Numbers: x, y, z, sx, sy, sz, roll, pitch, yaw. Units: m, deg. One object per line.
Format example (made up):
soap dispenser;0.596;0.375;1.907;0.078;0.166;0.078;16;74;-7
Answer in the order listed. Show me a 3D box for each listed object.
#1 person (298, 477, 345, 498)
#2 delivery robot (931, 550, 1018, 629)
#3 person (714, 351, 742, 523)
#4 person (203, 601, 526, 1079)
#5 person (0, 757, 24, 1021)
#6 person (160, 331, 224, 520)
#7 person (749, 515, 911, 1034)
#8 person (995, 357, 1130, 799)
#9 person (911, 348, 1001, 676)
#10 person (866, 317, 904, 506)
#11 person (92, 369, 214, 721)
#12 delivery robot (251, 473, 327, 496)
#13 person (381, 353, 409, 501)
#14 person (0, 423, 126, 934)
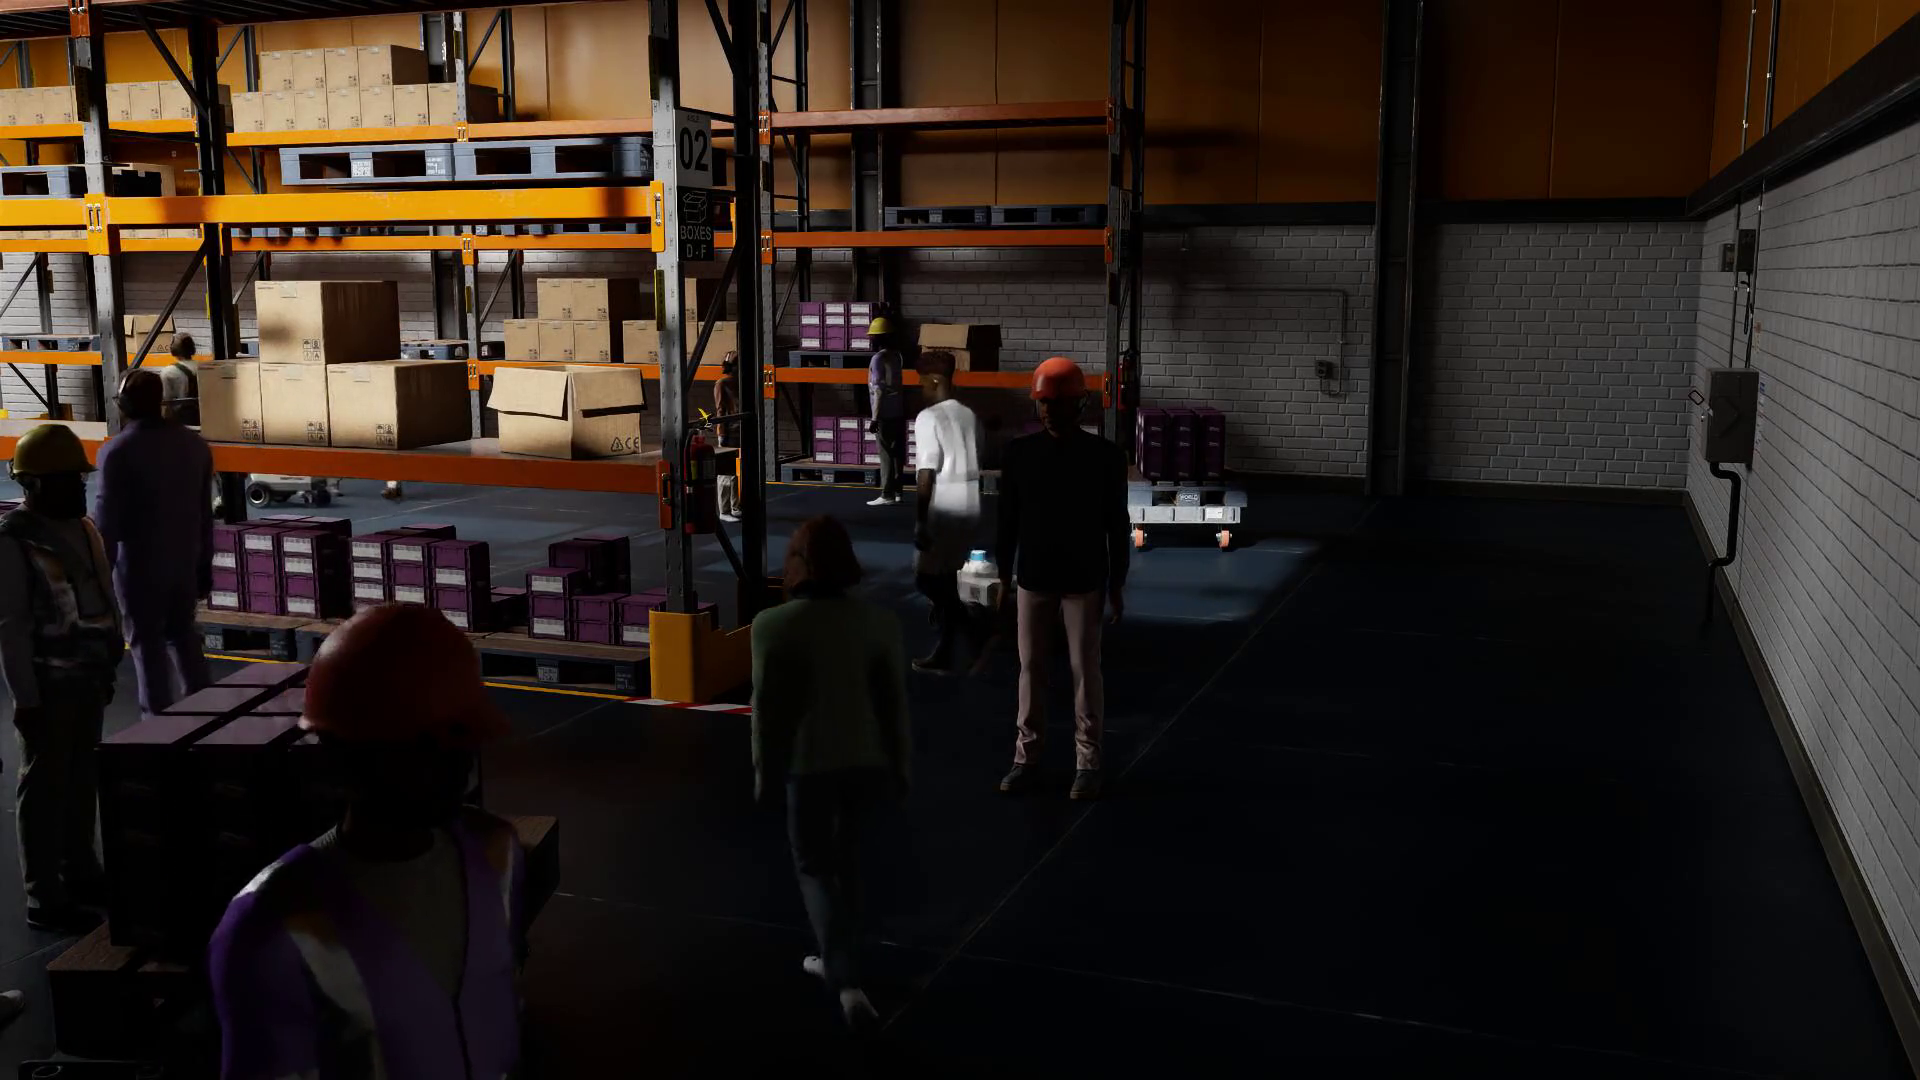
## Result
person;-6.817;-1.404;17.622;0.629;1.940;0.416;-3;10;-18
delivery robot;0.119;0.311;10.861;0.477;0.478;0.707;-7;11;-37
person;-2.172;-0.995;15.961;0.307;1.641;0.514;4;10;23
person;-0.882;1.017;2.515;0.929;1.910;0.549;5;10;30
person;-3.246;0.606;5.055;0.588;1.913;0.398;-1;9;-7
person;-7.225;-1.042;15.657;0.421;1.829;0.519;7;11;37
person;-0.376;0.732;5.231;0.503;1.606;0.703;-5;10;-26
person;0.447;0.176;7.496;0.624;1.992;0.390;3;10;20
person;-0.033;-0.141;9.679;0.667;1.934;0.665;6;11;33
person;-0.780;-1.306;17.012;0.388;1.926;0.590;3;10;21
person;-3.978;0.114;8.176;0.401;1.905;0.688;3;9;17
delivery robot;-6.833;-0.660;16.957;0.707;0.478;0.477;1;9;4
person;-6.004;-1.314;17.316;0.577;1.837;0.977;0;9;0
person;-3.250;0.489;6.039;0.403;1.831;0.595;0;9;-1
